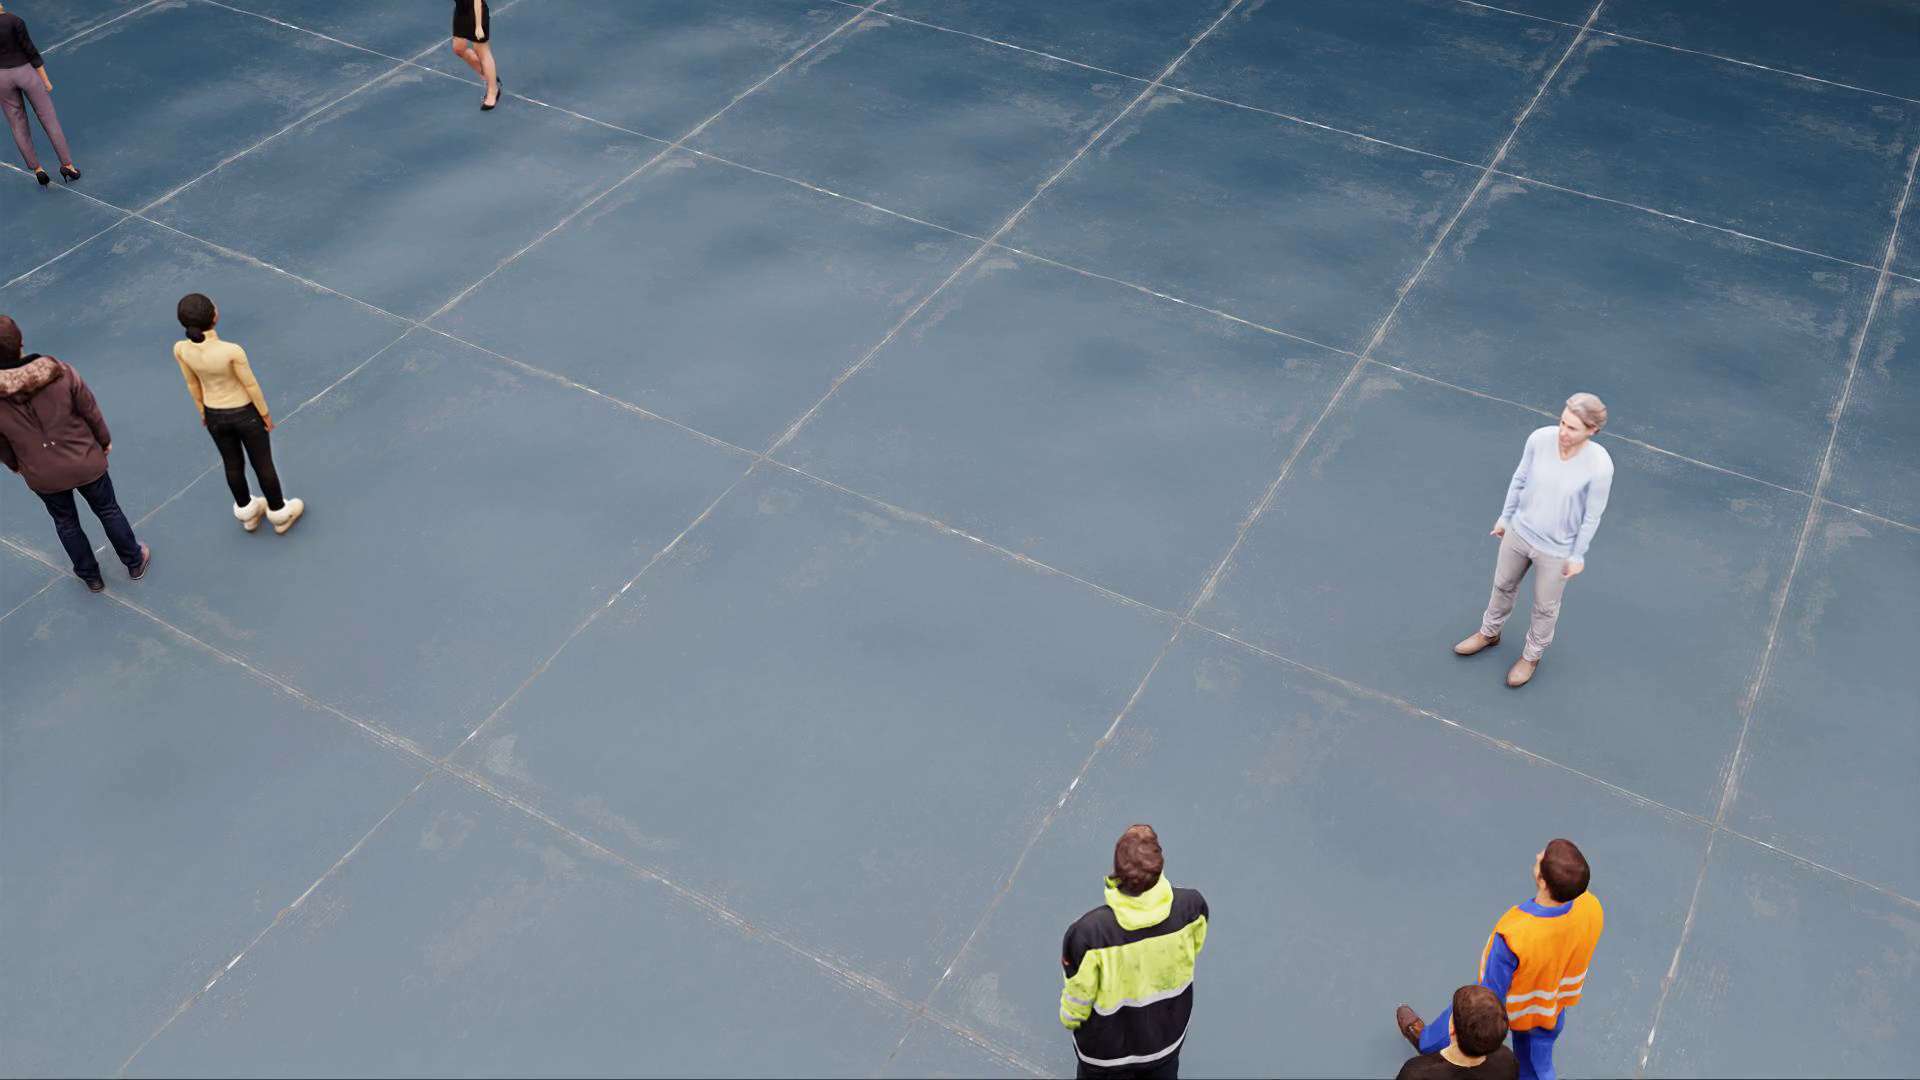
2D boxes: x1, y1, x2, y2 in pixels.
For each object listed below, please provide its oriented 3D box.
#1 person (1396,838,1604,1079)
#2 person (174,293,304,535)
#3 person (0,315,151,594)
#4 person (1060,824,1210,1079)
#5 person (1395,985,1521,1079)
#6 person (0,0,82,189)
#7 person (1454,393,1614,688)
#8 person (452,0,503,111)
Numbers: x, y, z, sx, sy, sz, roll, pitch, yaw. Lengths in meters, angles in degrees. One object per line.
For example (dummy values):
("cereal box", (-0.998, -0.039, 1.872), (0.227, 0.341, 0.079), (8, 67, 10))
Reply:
("person", (2.318, 1.944, 6.734), (1.263, 1.818, 1.247), (-15, 44, -16))
("person", (-4.295, -0.738, 9.805), (0.662, 1.659, 0.683), (0, 42, 0))
("person", (-5.074, -0.471, 9.370), (0.839, 1.848, 0.939), (-18, 45, -19))
("person", (0.684, 1.856, 6.712), (0.837, 1.977, 0.928), (-14, 44, -15))
("person", (1.782, 2.336, 6.290), (1.036, 1.833, 1.089), (-11, 43, -12))
("person", (-7.279, -3.514, 12.853), (0.678, 1.670, 0.741), (-11, 43, -12))
("person", (3.101, -0.015, 8.836), (0.681, 1.893, 0.737), (-32, 51, -30))
("person", (-3.995, -4.377, 13.826), (0.634, 1.640, 0.625), (31, 50, 29))
